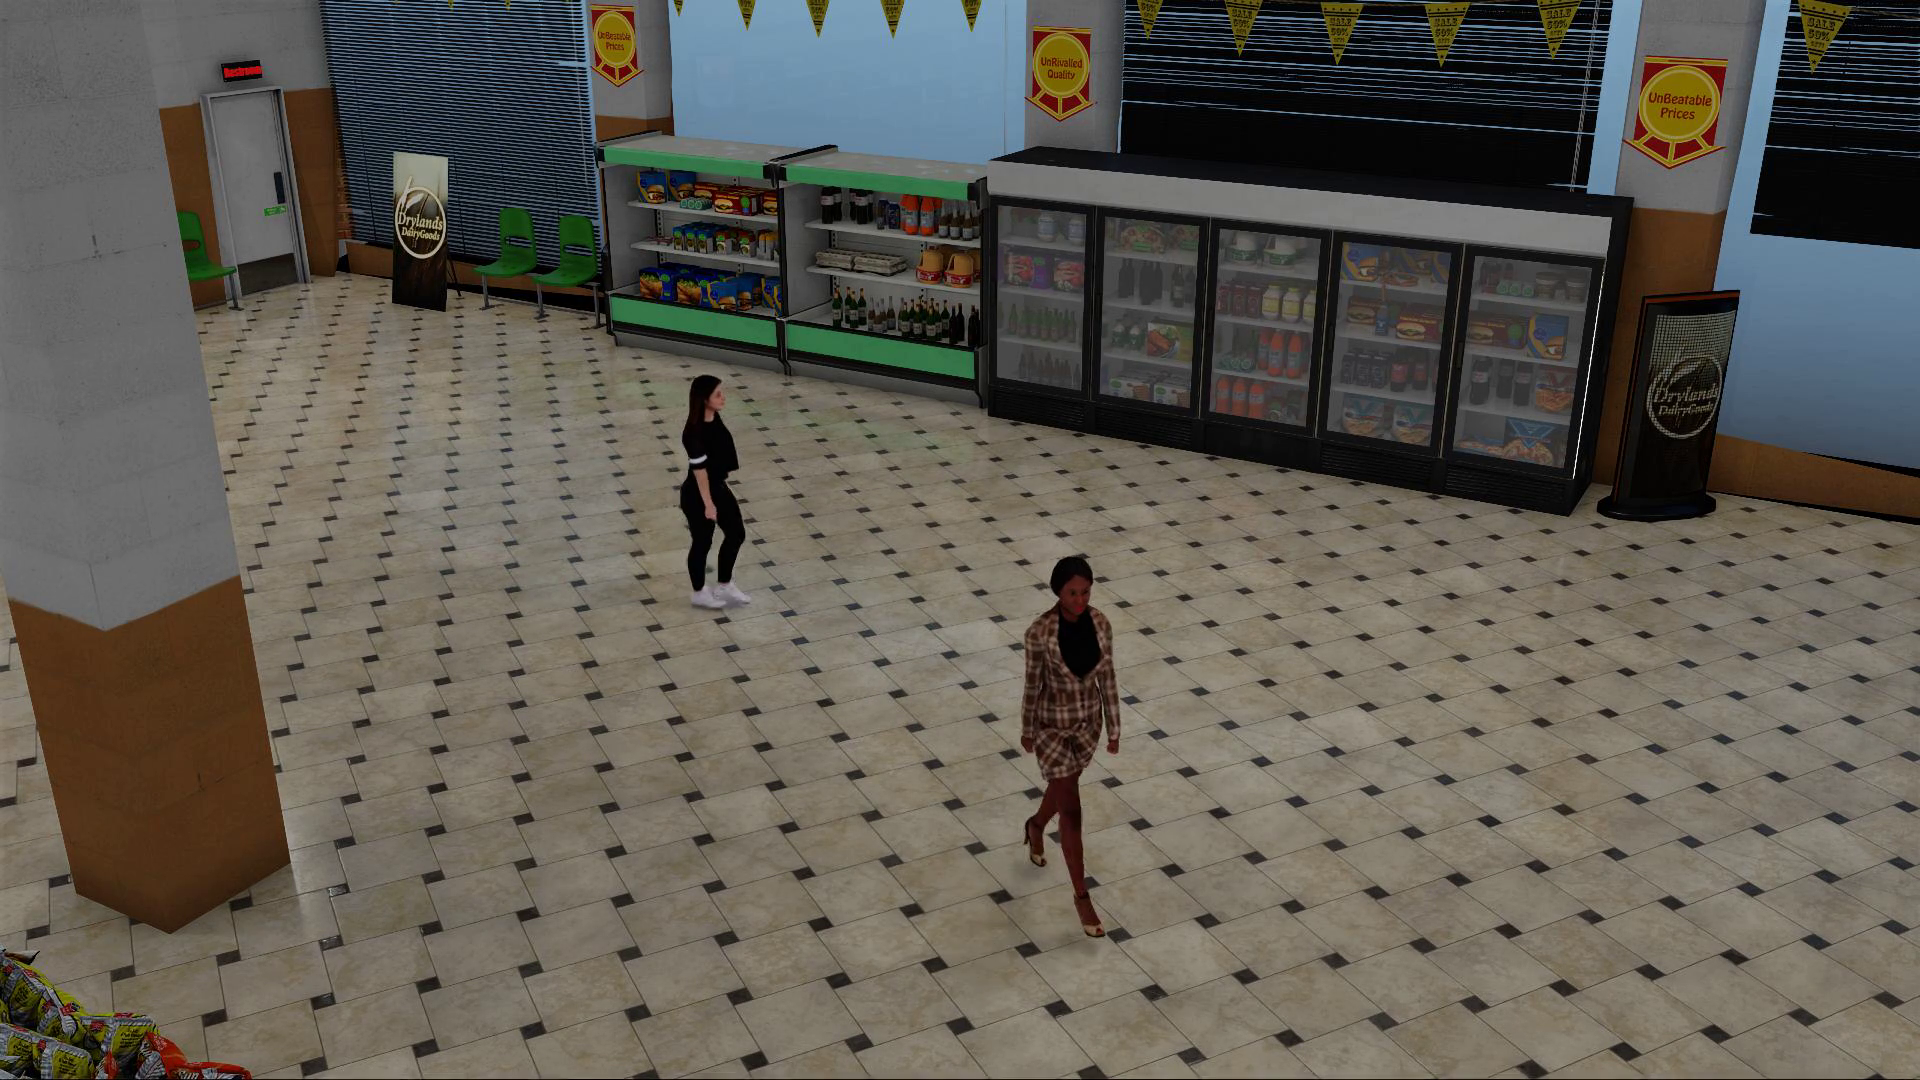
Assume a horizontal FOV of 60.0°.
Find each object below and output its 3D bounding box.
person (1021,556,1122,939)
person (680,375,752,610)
[{"bbox_3d":[0.469,0.889,7.754,1.002,1.747,1.138,-8,23,-20],"label":"person"},{"bbox_3d":[-1.727,-0.298,10.876,0.721,1.623,0.687,5,23,13],"label":"person"}]
